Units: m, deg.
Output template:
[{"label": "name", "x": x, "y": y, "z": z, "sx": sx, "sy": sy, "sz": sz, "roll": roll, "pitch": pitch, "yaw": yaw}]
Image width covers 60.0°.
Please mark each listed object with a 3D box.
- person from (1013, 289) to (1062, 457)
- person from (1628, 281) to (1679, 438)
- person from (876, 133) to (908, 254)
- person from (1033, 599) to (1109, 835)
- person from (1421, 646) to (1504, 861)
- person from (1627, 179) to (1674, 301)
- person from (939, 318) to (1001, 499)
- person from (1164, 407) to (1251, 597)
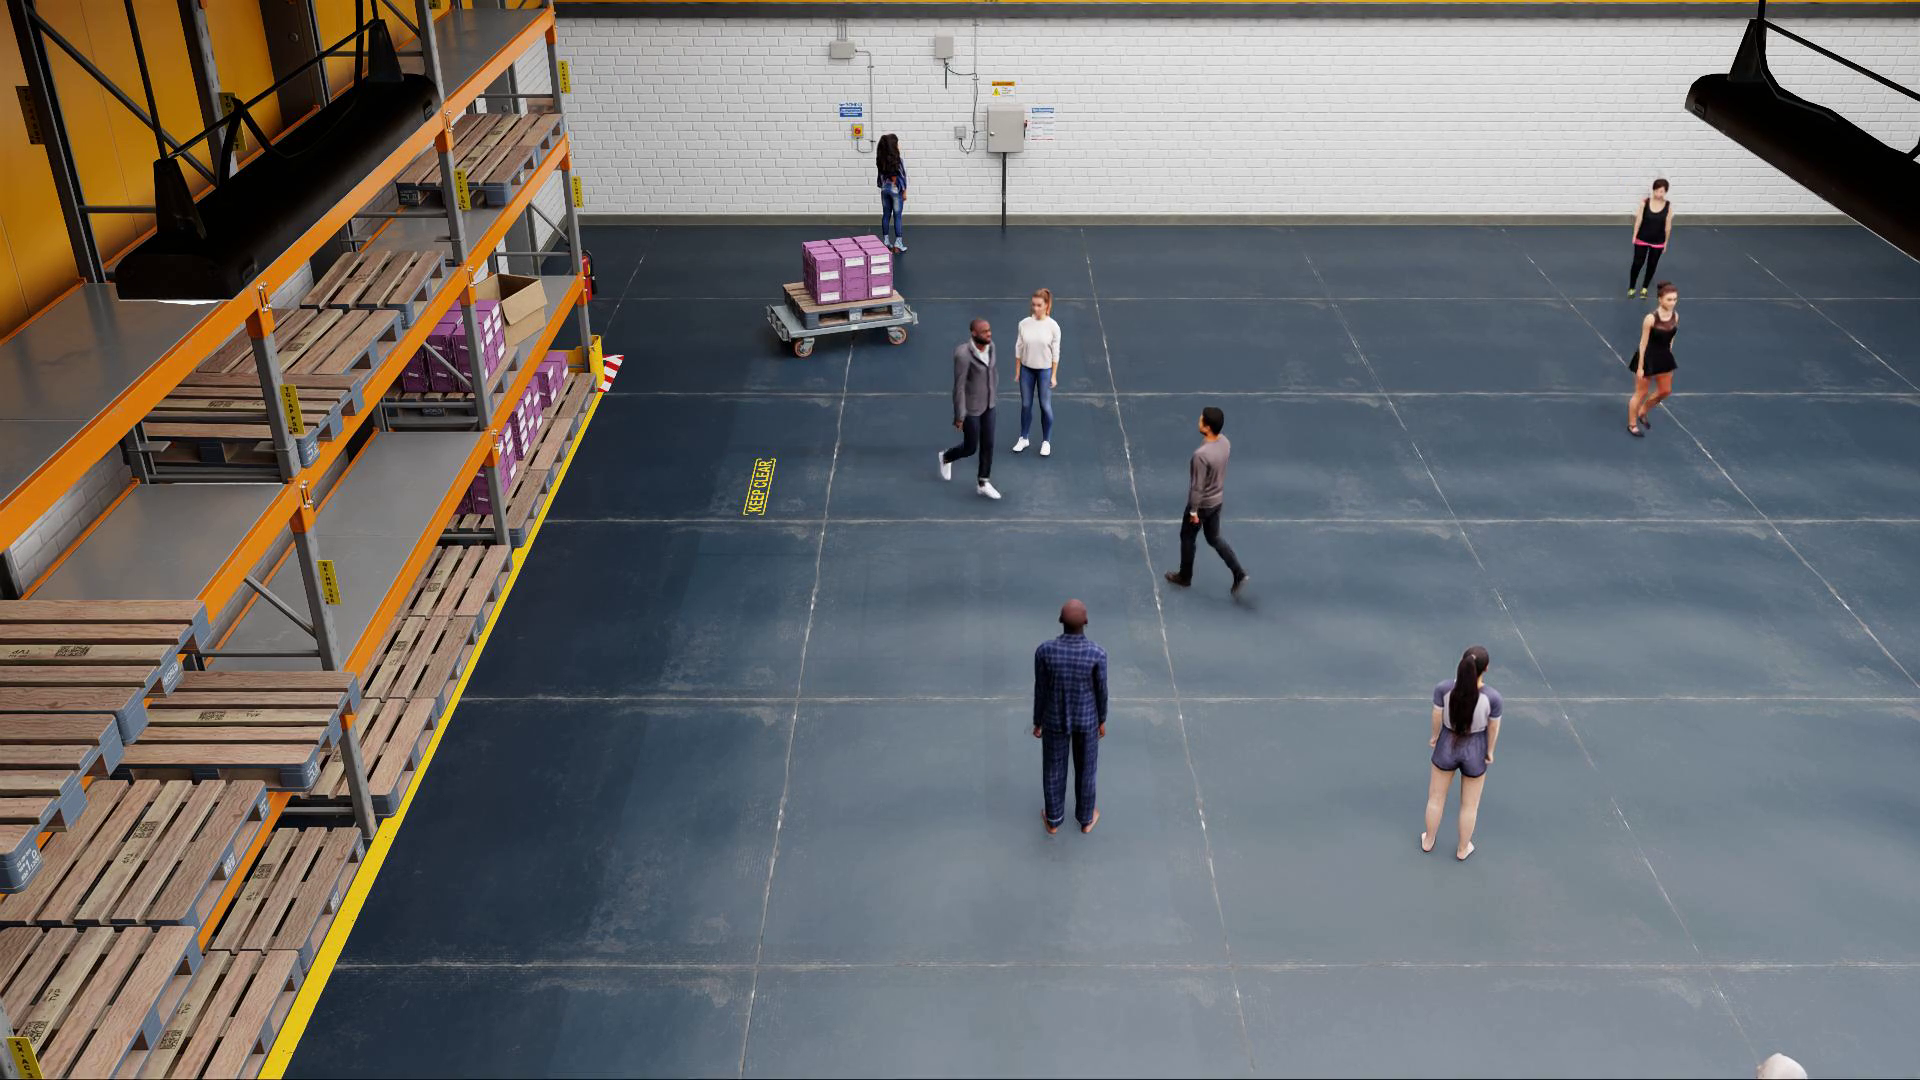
[{"label": "person", "x": 0.774, "y": -1.690, "z": 16.740, "sx": 0.676, "sy": 1.720, "sz": 0.652, "roll": 10, "pitch": 30, "yaw": 17}, {"label": "person", "x": 7.094, "y": -1.880, "z": 17.145, "sx": 0.683, "sy": 1.666, "sz": 0.721, "roll": -9, "pitch": 30, "yaw": -16}, {"label": "person", "x": -0.908, "y": -4.660, "z": 22.303, "sx": 0.697, "sy": 1.607, "sz": 0.722, "roll": 18, "pitch": 33, "yaw": 29}, {"label": "person", "x": 0.755, "y": 1.207, "z": 11.326, "sx": 0.660, "sy": 1.819, "sz": 0.579, "roll": 1, "pitch": 29, "yaw": 2}, {"label": "person", "x": 3.352, "y": 1.418, "z": 11.114, "sx": 0.666, "sy": 1.651, "sz": 0.656, "roll": 12, "pitch": 31, "yaw": 21}, {"label": "person", "x": 8.637, "y": -3.784, "z": 20.767, "sx": 0.650, "sy": 1.539, "sz": 0.718, "roll": 8, "pitch": 30, "yaw": 15}, {"label": "person", "x": 0.096, "y": -1.287, "z": 15.914, "sx": 1.065, "sy": 1.803, "sz": 1.130, "roll": -25, "pitch": 37, "yaw": -38}, {"label": "person", "x": 2.160, "y": -0.302, "z": 14.166, "sx": 1.056, "sy": 1.748, "sz": 1.101, "roll": -18, "pitch": 33, "yaw": -29}]
